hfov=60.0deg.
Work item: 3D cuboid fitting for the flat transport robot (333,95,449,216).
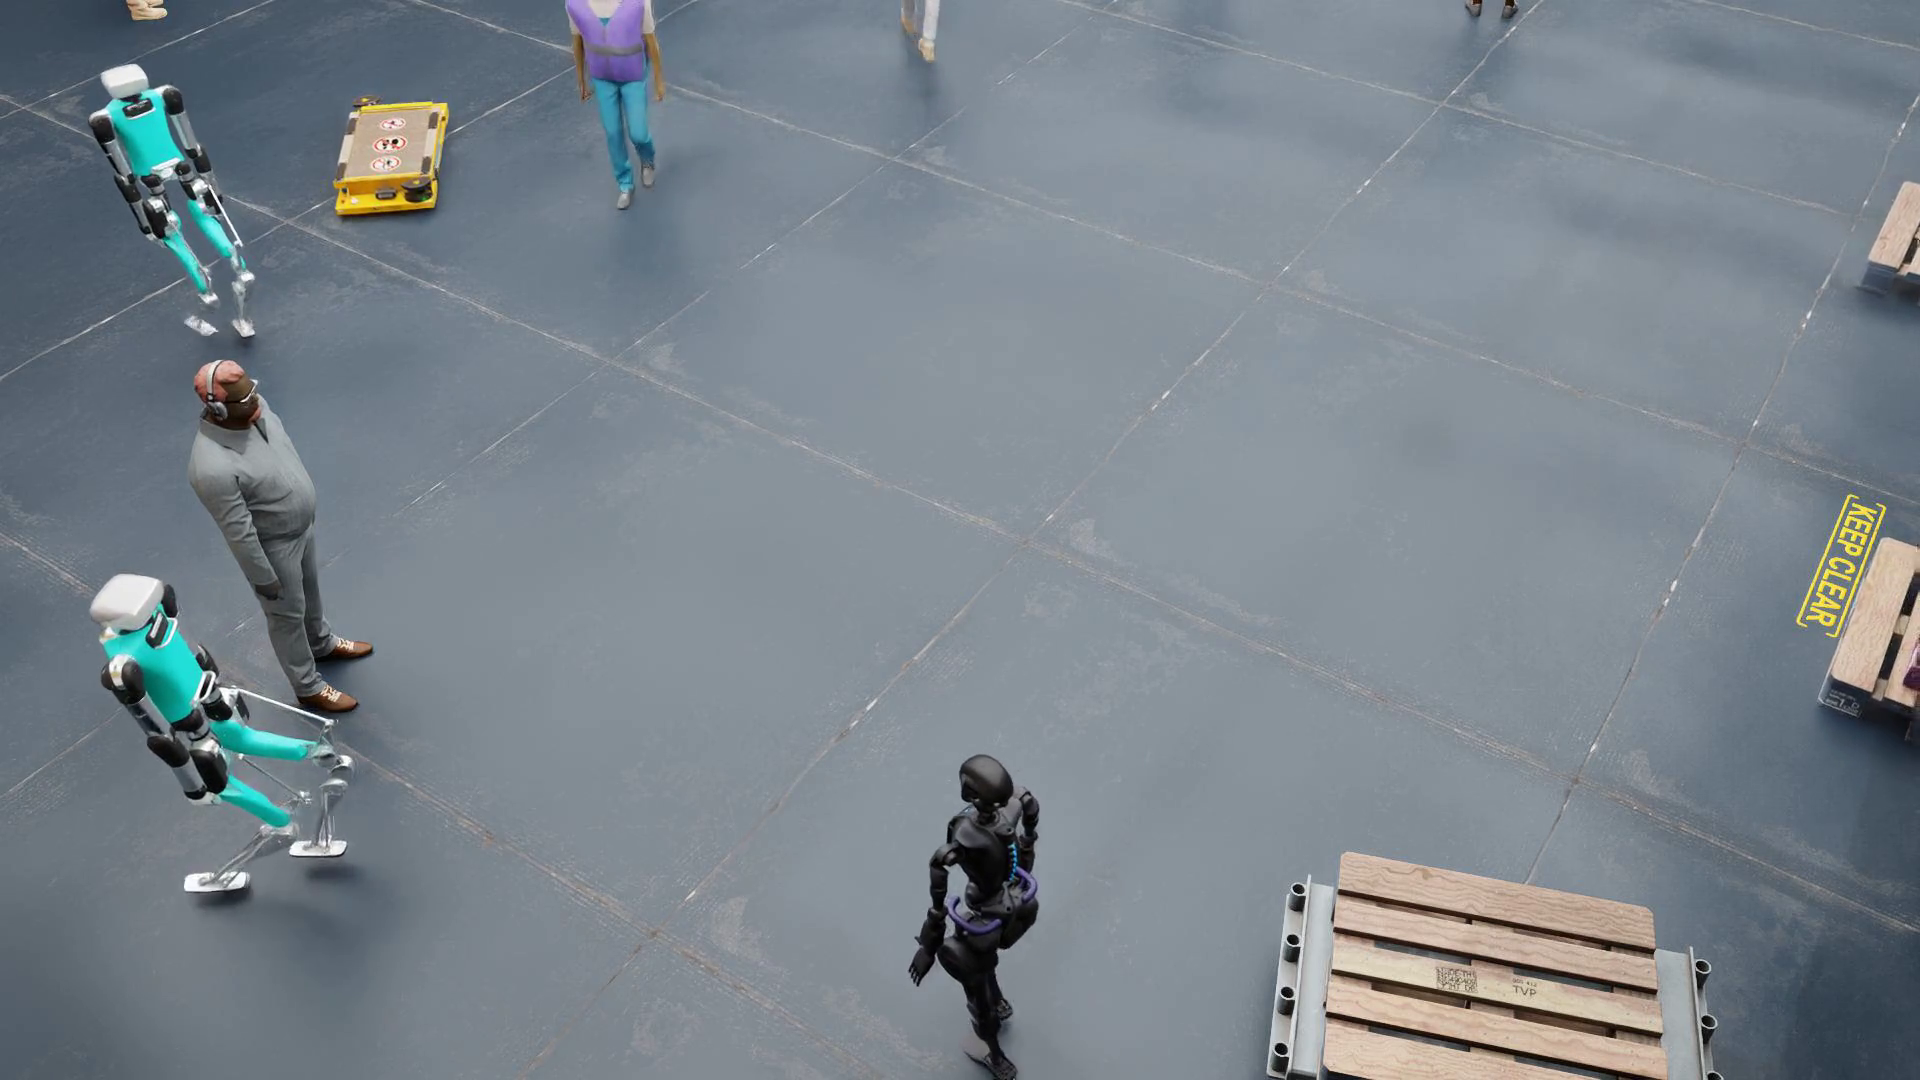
[{"bbox_3d":[-4.048,-2.769,11.878,0.659,0.231,1.431,-6,42,-7],"label":"flat transport robot"}]

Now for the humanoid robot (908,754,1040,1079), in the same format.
[{"bbox_3d":[0.082,1.407,6.155,0.428,1.645,0.589,33,51,31],"label":"humanoid robot"}]

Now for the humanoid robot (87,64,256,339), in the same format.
[{"bbox_3d":[-4.497,-1.848,9.759,0.559,1.789,0.764,-33,52,-32],"label":"humanoid robot"}]

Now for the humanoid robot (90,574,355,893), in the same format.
[{"bbox_3d":[-2.902,0.826,6.751,0.942,1.747,0.542,-2,42,-3],"label":"humanoid robot"}]

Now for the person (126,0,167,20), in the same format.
[{"bbox_3d":[-6.804,-5.060,13.330,0.318,1.749,0.480,-17,45,-18],"label":"person"}]

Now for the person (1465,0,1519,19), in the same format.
[{"bbox_3d":[4.413,-5.114,13.248,0.554,1.941,0.417,9,43,10],"label":"person"}]

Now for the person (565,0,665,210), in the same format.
[{"bbox_3d":[-2.260,-3.070,11.046,0.596,1.819,0.443,3,42,3],"label":"person"}]

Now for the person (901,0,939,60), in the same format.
[{"bbox_3d":[-0.295,-4.753,12.921,0.485,1.835,0.885,-5,42,-6],"label":"person"}]

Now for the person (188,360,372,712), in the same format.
[{"bbox_3d":[-3.097,-0.024,7.579,0.411,1.908,0.640,-2,42,-2],"label":"person"}]
